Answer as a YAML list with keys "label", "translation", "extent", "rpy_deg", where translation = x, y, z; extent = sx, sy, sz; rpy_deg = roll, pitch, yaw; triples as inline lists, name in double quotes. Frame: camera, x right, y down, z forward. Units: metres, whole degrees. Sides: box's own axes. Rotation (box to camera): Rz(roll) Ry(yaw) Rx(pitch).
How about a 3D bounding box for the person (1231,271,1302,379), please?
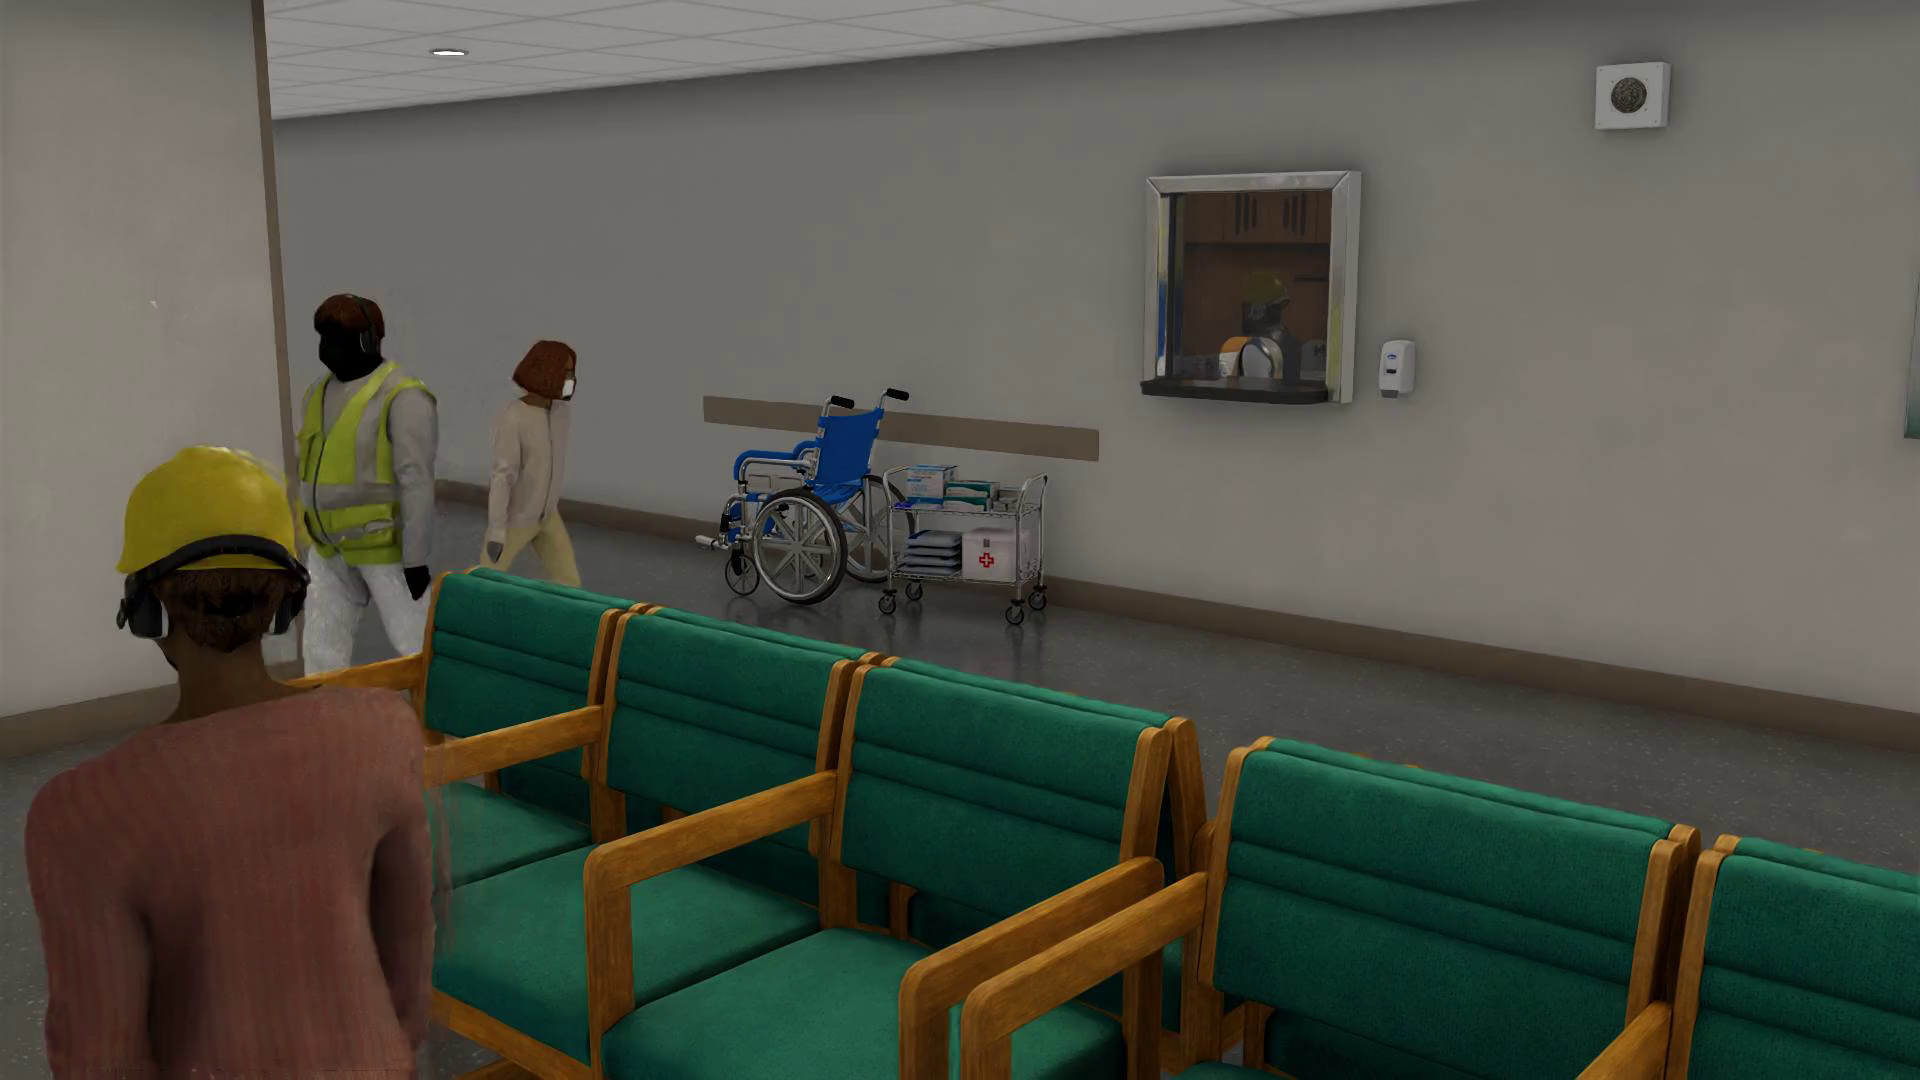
- label: "person"
  translation: [1.620, -0.527, 9.001]
  extent: [0.403, 1.833, 0.591]
  rpy_deg: [5, 11, 28]

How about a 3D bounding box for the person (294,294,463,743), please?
- label: "person"
  translation: [-2.114, 0.004, 6.095]
  extent: [0.636, 1.812, 0.906]
  rpy_deg: [6, 11, 30]

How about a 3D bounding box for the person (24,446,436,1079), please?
- label: "person"
  translation: [-0.810, 0.748, 2.066]
  extent: [0.856, 1.727, 0.527]
  rpy_deg: [9, 13, 40]
